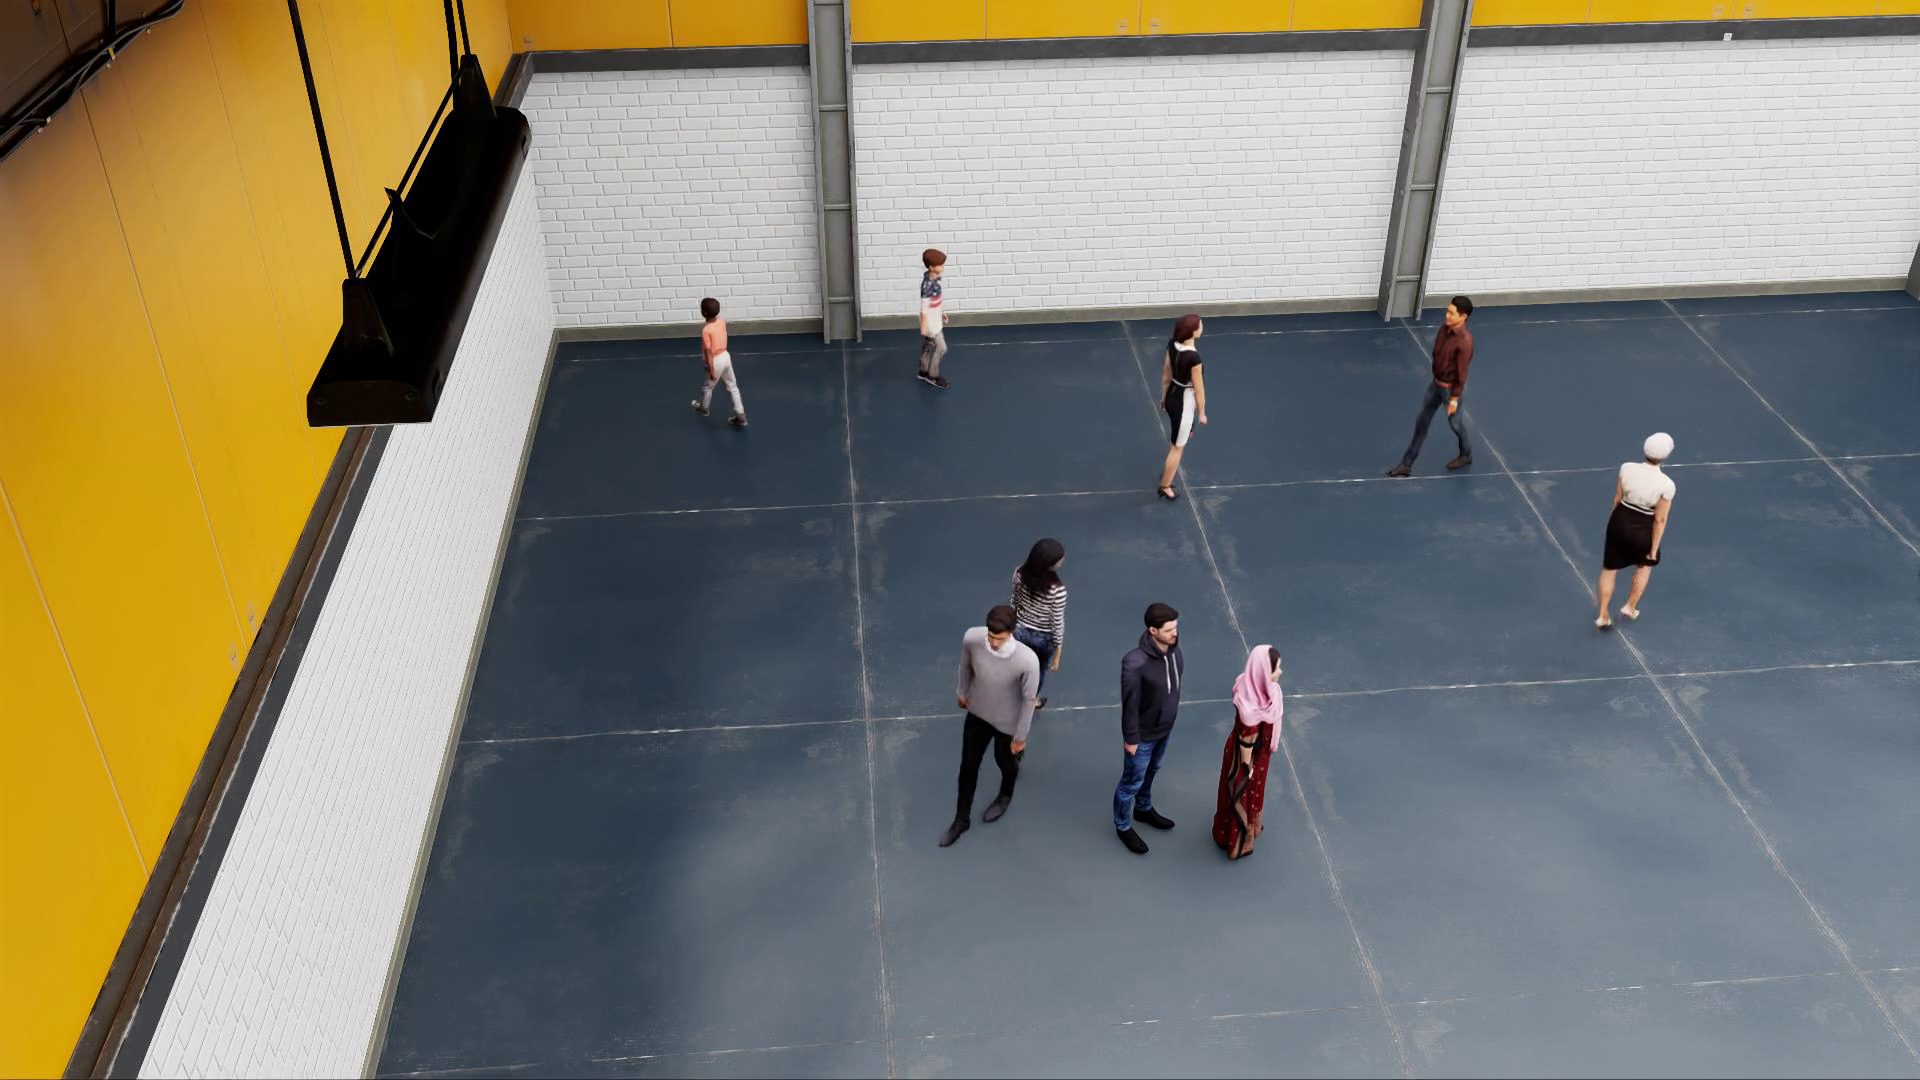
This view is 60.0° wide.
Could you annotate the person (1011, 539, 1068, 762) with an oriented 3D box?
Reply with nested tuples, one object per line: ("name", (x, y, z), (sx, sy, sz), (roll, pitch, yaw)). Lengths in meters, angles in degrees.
("person", (0.483, 0.780, 11.562), (1.080, 1.732, 0.952), (10, 35, 15))

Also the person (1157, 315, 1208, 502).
("person", (1.831, -1.099, 14.338), (0.699, 1.787, 0.663), (-14, 36, -19))

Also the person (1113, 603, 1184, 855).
("person", (1.216, 1.180, 10.813), (0.807, 1.894, 0.748), (25, 41, 32))

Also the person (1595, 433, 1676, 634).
("person", (5.103, -0.008, 12.741), (0.810, 1.740, 0.872), (27, 42, 34))

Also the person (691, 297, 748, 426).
("person", (-2.226, -1.654, 15.628), (0.916, 1.284, 0.852), (24, 41, 32))

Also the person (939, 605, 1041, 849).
("person", (0.292, 1.103, 10.940), (1.118, 1.882, 1.155), (21, 39, 28))

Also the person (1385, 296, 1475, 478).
("person", (4.396, -1.328, 14.731), (1.205, 1.734, 0.875), (-11, 35, -16))

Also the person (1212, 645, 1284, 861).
("person", (1.873, 1.346, 10.801), (0.784, 1.633, 0.781), (15, 36, 21))

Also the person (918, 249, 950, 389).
("person", (-0.342, -2.195, 16.312), (0.639, 1.429, 0.601), (5, 34, 8))
